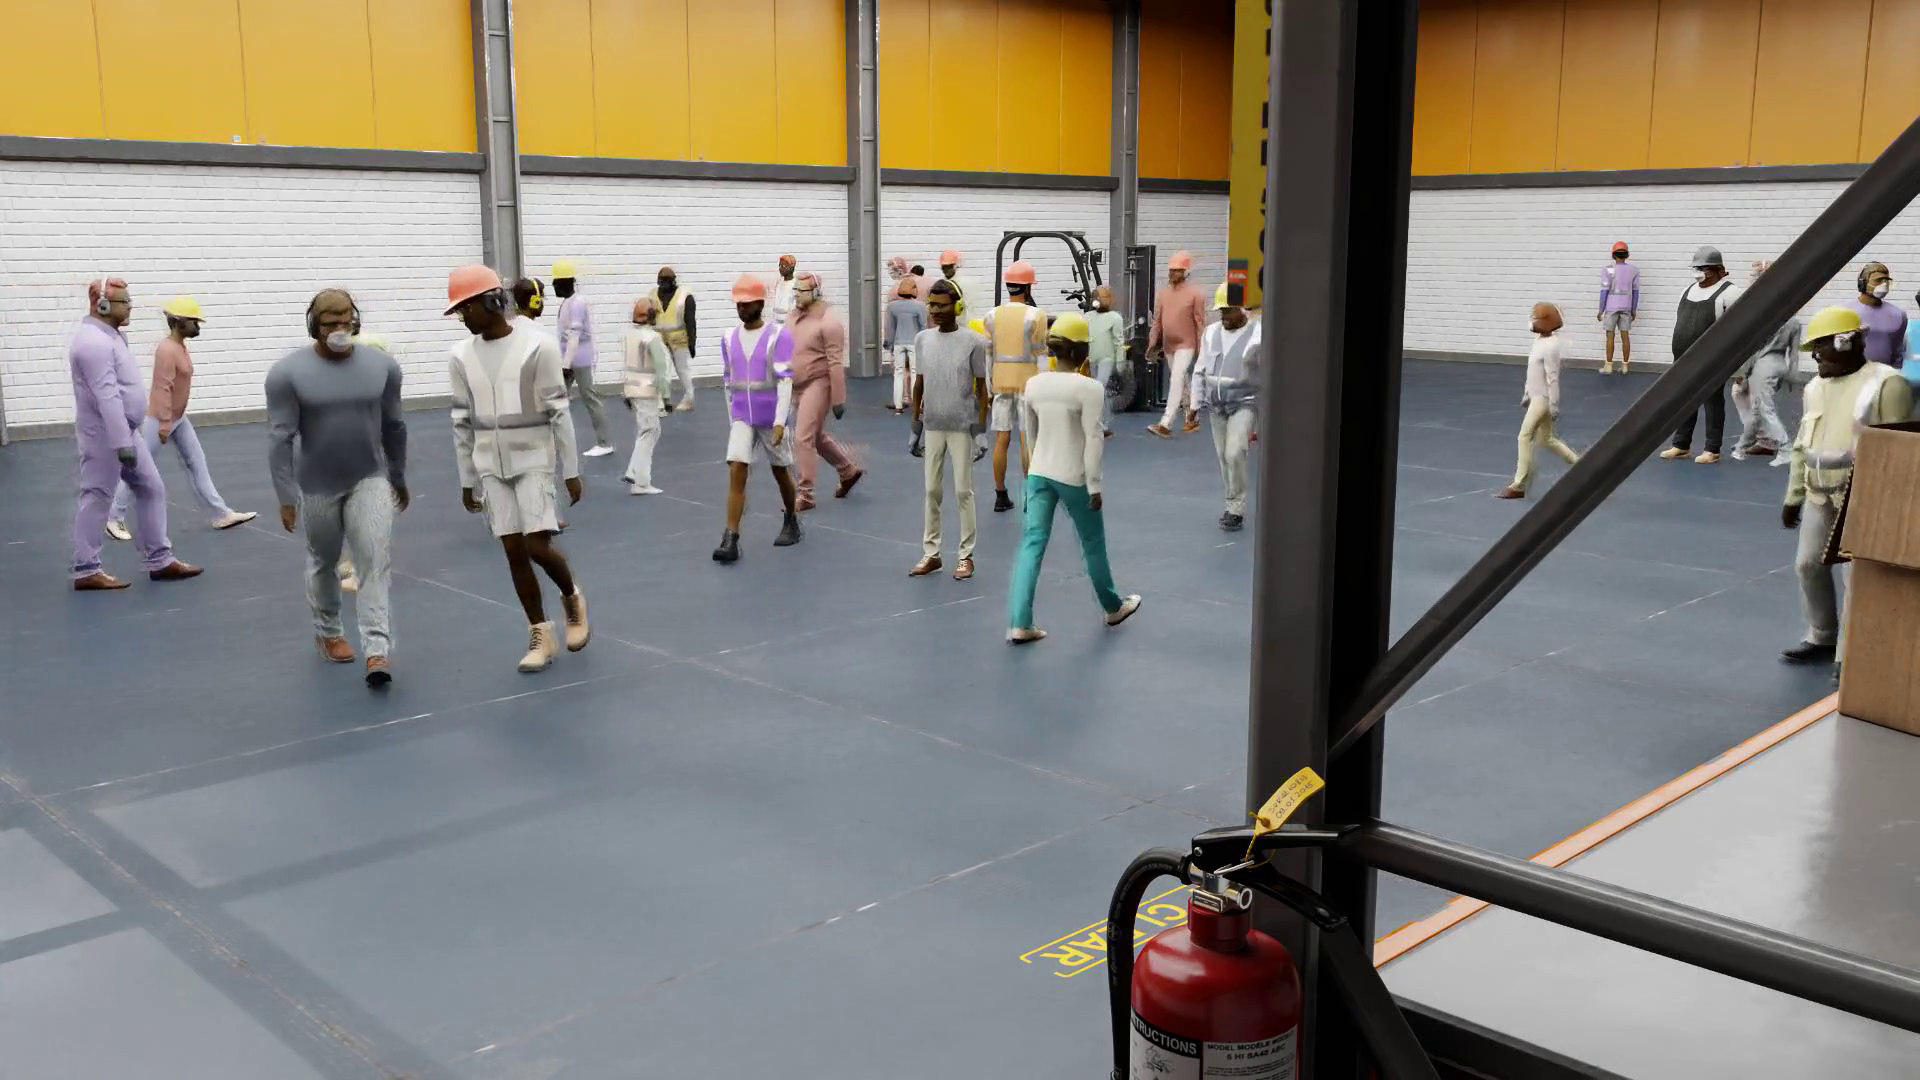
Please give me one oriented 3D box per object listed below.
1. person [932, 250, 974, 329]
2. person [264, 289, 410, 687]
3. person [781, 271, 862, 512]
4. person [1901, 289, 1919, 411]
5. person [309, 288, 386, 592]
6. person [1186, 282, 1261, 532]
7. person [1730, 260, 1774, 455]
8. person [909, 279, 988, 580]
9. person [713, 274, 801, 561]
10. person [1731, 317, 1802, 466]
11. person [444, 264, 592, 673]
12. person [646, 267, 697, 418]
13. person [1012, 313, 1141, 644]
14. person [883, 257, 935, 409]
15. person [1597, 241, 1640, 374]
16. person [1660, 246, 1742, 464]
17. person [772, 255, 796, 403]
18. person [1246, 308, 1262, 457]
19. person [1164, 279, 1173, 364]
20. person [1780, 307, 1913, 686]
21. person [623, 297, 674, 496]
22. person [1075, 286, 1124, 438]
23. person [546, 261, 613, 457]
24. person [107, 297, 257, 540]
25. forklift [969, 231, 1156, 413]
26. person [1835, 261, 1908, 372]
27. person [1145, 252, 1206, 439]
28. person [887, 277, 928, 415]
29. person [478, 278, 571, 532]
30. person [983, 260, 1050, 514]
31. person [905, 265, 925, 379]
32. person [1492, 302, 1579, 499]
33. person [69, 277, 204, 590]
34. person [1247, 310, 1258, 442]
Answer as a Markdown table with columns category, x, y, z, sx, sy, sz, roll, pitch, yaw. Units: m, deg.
| category | x | y | z | sx | sy | sz | roll | pitch | yaw |
| --- | --- | --- | --- | --- | --- | --- | --- | --- | --- |
| person | -0.066 | -2.729 | 21.298 | 0.630 | 1.949 | 1.005 | 4 | 11 | 22 |
| person | -2.965 | -0.255 | 7.983 | 0.646 | 1.874 | 1.069 | -6 | 12 | -29 |
| person | -1.081 | -1.179 | 13.072 | 0.863 | 1.868 | 0.665 | -8 | 13 | -37 |
| person | 8.565 | -1.409 | 14.804 | 0.541 | 1.686 | 0.409 | 7 | 13 | 34 |
| person | -3.693 | -0.596 | 9.998 | 0.630 | 1.827 | 0.441 | 6 | 12 | 28 |
| person | 1.934 | -0.963 | 12.071 | 0.585 | 1.797 | 0.670 | 9 | 14 | 41 |
| person | 7.735 | -1.767 | 16.195 | 0.569 | 1.883 | 0.656 | 6 | 12 | 31 |
| person | -0.074 | -0.681 | 10.339 | 0.534 | 1.864 | 0.310 | 4 | 11 | 23 |
| person | -1.349 | -0.829 | 11.117 | 0.550 | 1.889 | 1.032 | 3 | 11 | 17 |
| person | 7.578 | -1.554 | 15.522 | 0.492 | 1.694 | 0.818 | -3 | 11 | -18 |
| person | -2.184 | -0.355 | 8.200 | 0.675 | 1.993 | 0.486 | 2 | 11 | 11 |
| person | -3.404 | -2.371 | 19.852 | 0.631 | 1.777 | 0.993 | 1 | 10 | 7 |
| person | 0.592 | -0.333 | 8.829 | 0.557 | 1.720 | 0.903 | 9 | 13 | 39 |
| person | -0.646 | -2.551 | 20.551 | 0.725 | 1.874 | 0.399 | -7 | 12 | -32 |
| person | 10.112 | -3.568 | 25.601 | 0.611 | 2.040 | 0.393 | -1 | 10 | -3 |
| person | 6.953 | -1.741 | 15.637 | 0.536 | 2.000 | 0.688 | -5 | 12 | -27 |
| person | -2.177 | -2.665 | 21.108 | 0.575 | 1.883 | 0.355 | 9 | 14 | 41 |
| person | 2.880 | -1.668 | 16.157 | 0.890 | 1.710 | 0.507 | -8 | 13 | -36 |
| person | 2.965 | -2.930 | 23.252 | 0.517 | 1.616 | 0.595 | -3 | 11 | -18 |
| person | 4.256 | -0.206 | 7.979 | 0.443 | 1.789 | 0.641 | -4 | 11 | -20 |
| person | -2.571 | -1.170 | 13.662 | 0.384 | 1.625 | 0.534 | -7 | 13 | -35 |
| person | 1.412 | -1.826 | 17.293 | 0.705 | 1.610 | 0.515 | -10 | 14 | -42 |
| person | -3.786 | -1.713 | 15.904 | 0.955 | 1.878 | 0.610 | -5 | 12 | -26 |
| person | -5.625 | -0.865 | 11.810 | 0.975 | 1.693 | 0.580 | -2 | 11 | -11 |
| forklift | 1.222 | -2.721 | 20.561 | 2.313 | 2.155 | 1.214 | 2 | 11 | 13 |
| person | 6.676 | -1.080 | 12.312 | 0.631 | 1.940 | 0.372 | -1 | 10 | -7 |
| person | 2.292 | -2.053 | 17.615 | 1.043 | 1.947 | 0.604 | -9 | 14 | -41 |
| person | -0.618 | -2.303 | 19.812 | 0.502 | 1.633 | 0.280 | 3 | 11 | 18 |
| person | -3.126 | -0.931 | 11.781 | 0.554 | 1.838 | 0.719 | 9 | 14 | 41 |
| person | 0.444 | -1.171 | 12.806 | 0.546 | 1.939 | 0.375 | 6 | 12 | 28 |
| person | -0.645 | -3.221 | 24.670 | 0.535 | 1.691 | 0.319 | 3 | 11 | 18 |
| person | 4.754 | -1.118 | 13.421 | 0.749 | 1.609 | 0.499 | 2 | 11 | 11 |
| person | -5.004 | -0.632 | 10.032 | 0.842 | 1.872 | 0.663 | -3 | 11 | -16 |
| person | 3.179 | -1.927 | 17.165 | 0.514 | 1.860 | 0.332 | 4 | 11 | 20 |
